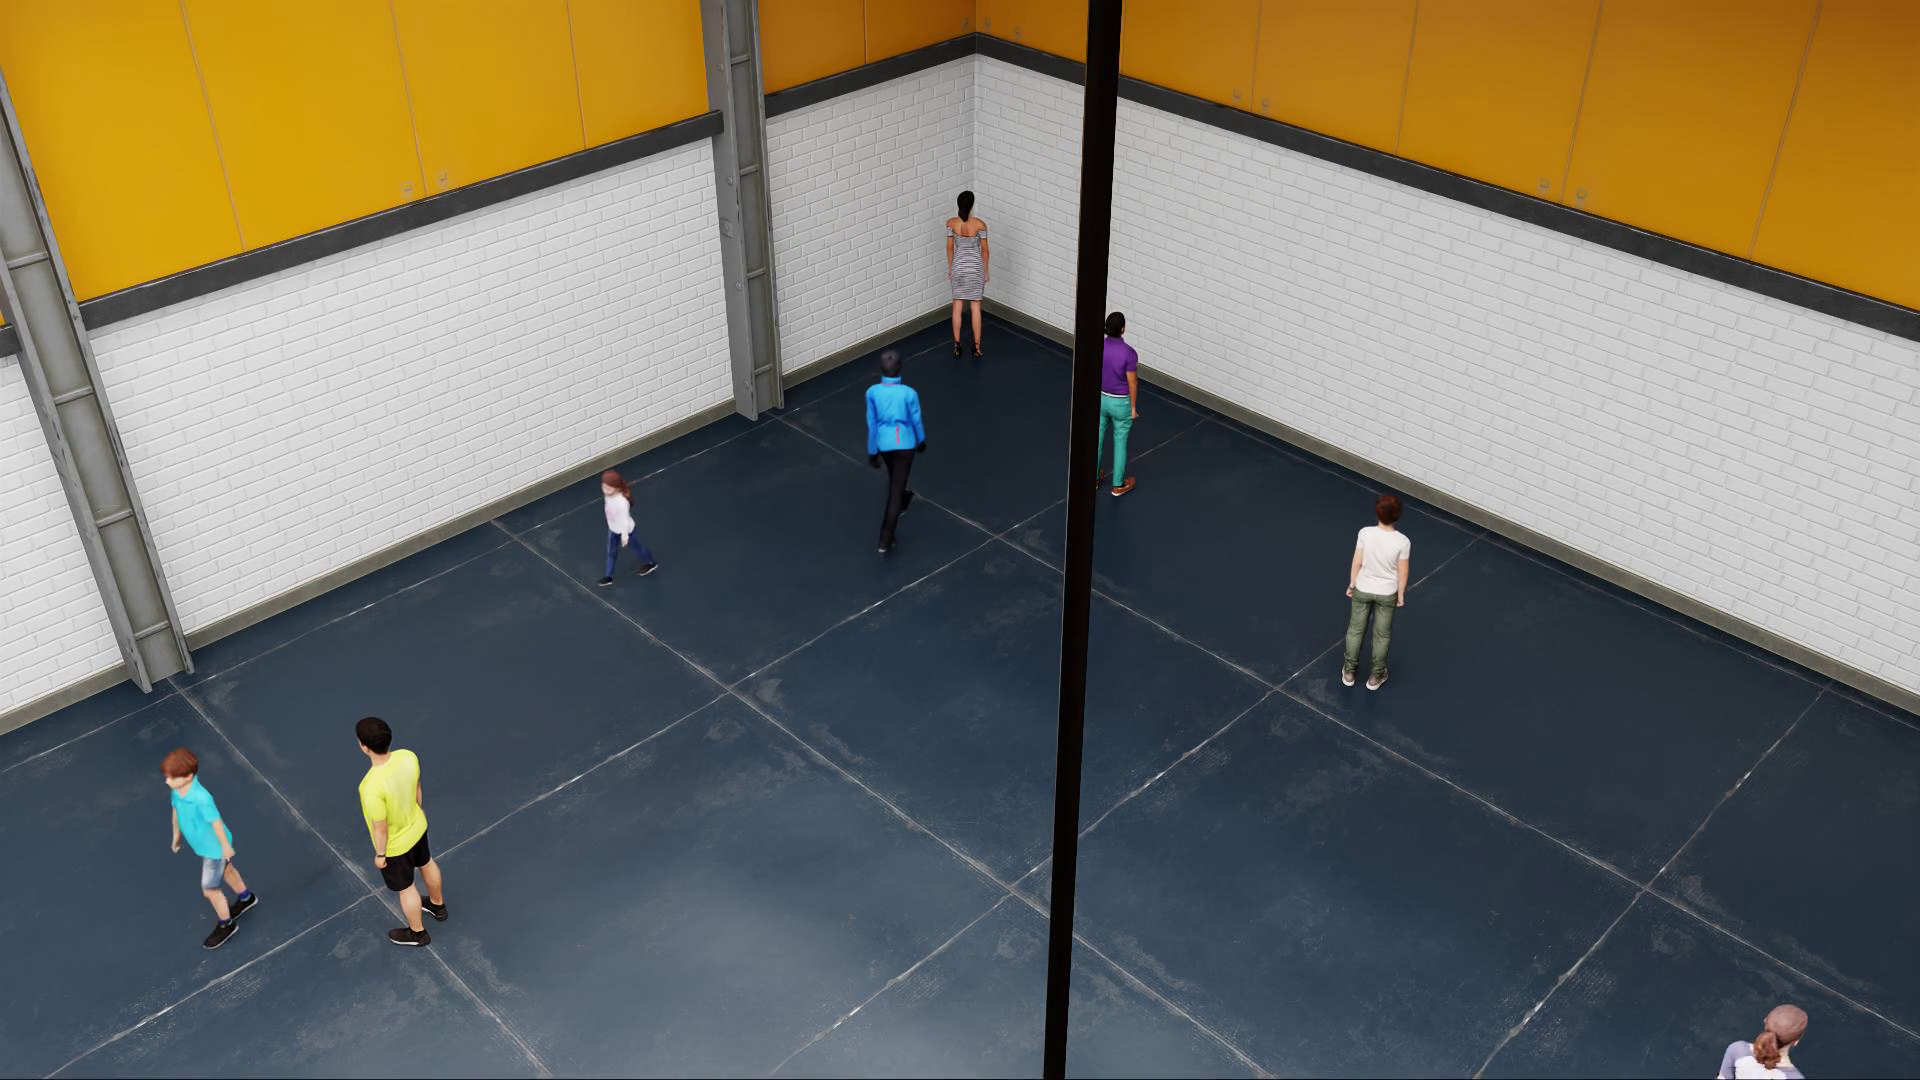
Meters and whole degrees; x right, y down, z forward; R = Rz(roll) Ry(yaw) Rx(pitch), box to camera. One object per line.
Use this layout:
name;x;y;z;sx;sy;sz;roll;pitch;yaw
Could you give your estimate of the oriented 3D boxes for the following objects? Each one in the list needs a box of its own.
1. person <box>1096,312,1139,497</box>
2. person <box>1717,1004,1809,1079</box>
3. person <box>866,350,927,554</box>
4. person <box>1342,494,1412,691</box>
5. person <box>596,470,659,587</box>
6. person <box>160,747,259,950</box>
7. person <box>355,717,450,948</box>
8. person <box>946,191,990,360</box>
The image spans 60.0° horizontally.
person;1.353;-1.223;14.800;0.691;1.768;0.675;16;37;23
person;3.900;3.050;8.405;1.123;1.732;0.643;-23;40;-30
person;-0.571;-0.719;14.064;0.961;1.744;1.280;11;35;16
person;3.118;0.387;12.482;0.660;1.653;0.656;12;36;18
person;-2.754;-0.136;13.782;0.785;1.085;0.469;-26;42;-33
person;-4.681;1.840;10.492;0.551;1.435;0.685;26;41;33
person;-3.473;1.793;10.317;0.761;1.708;0.620;11;35;16
person;0.072;-2.705;16.982;0.678;1.822;0.697;8;34;11
